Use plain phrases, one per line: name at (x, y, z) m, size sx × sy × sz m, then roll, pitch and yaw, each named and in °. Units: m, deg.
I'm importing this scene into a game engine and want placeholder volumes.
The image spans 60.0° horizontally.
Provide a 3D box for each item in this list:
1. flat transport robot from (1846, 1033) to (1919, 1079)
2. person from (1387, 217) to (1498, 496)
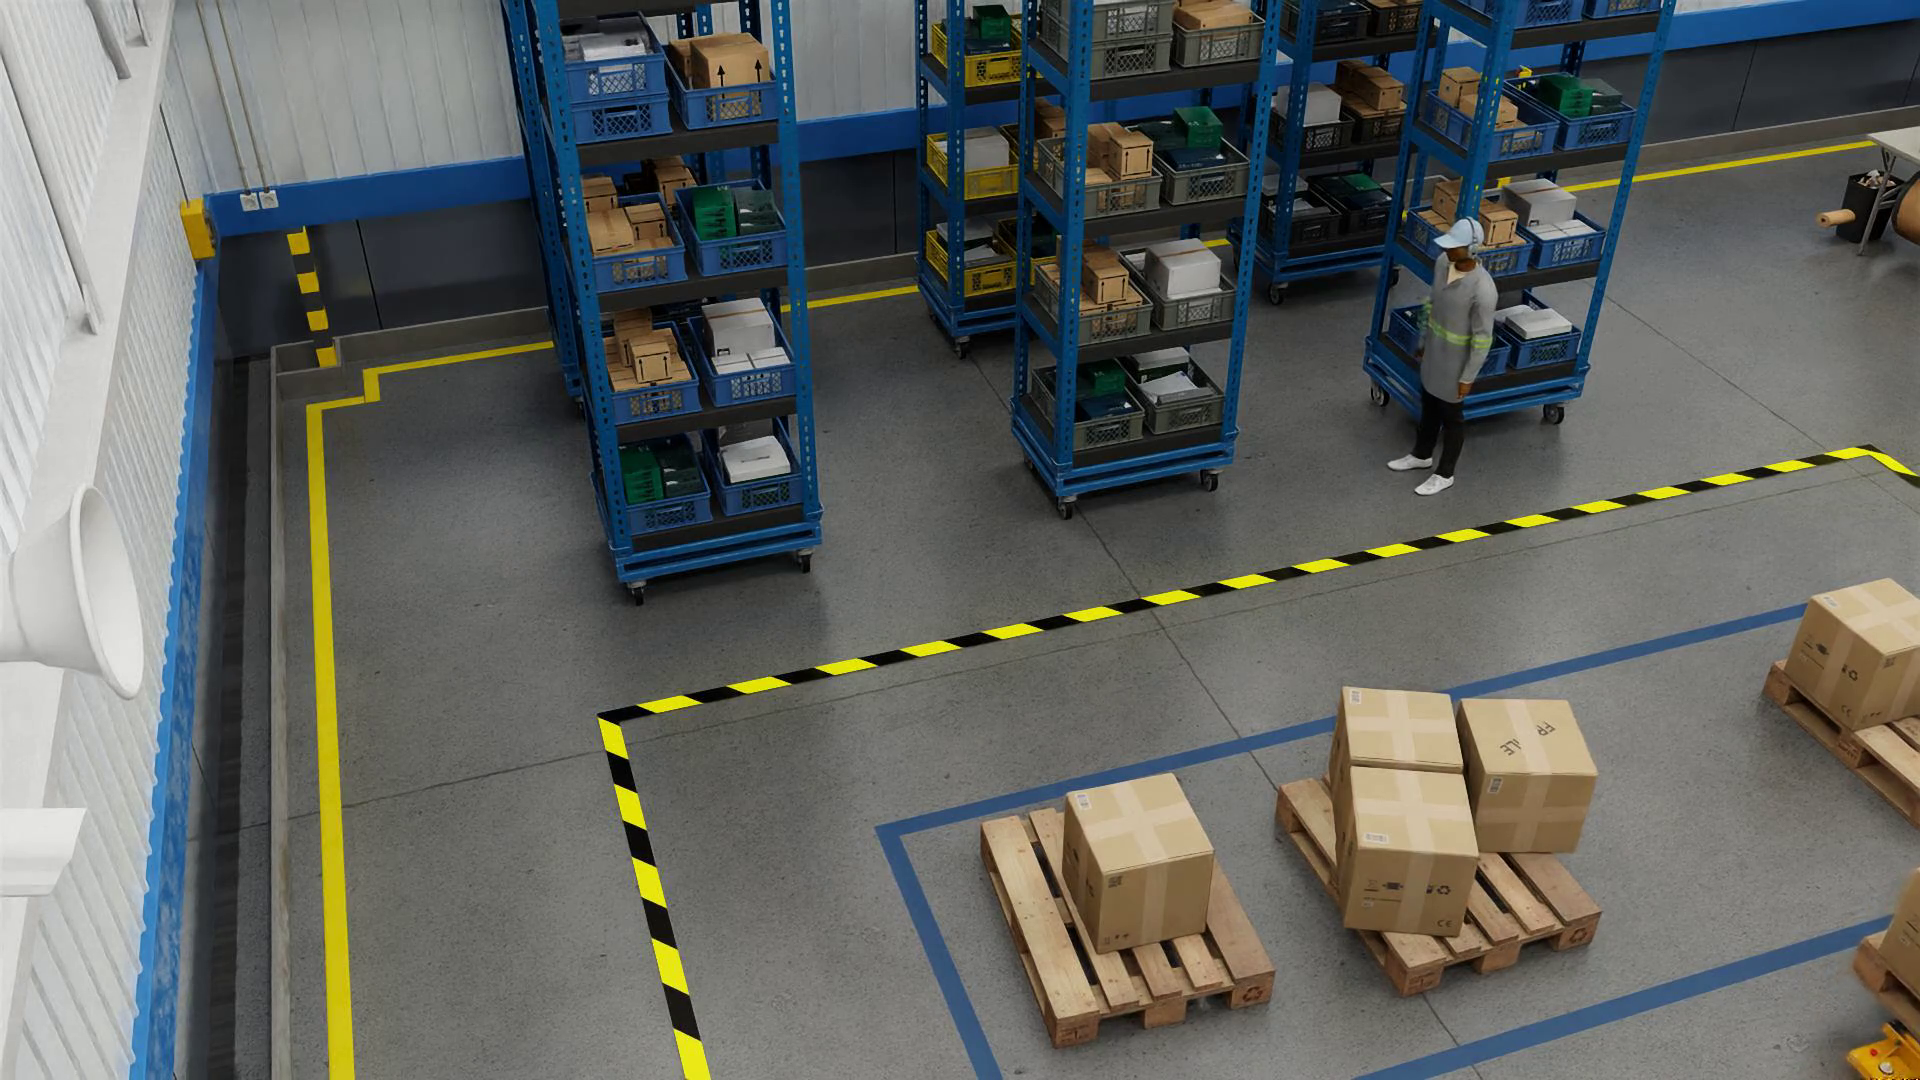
flat transport robot at (4.538, 2.177, 6.944) m, size 1.431 × 0.197 × 0.652 m, roll -11°, pitch 37°, yaw -15°
person at (2.996, -1.131, 10.285) m, size 0.401 × 1.851 × 0.590 m, roll -10°, pitch 36°, yaw -14°
